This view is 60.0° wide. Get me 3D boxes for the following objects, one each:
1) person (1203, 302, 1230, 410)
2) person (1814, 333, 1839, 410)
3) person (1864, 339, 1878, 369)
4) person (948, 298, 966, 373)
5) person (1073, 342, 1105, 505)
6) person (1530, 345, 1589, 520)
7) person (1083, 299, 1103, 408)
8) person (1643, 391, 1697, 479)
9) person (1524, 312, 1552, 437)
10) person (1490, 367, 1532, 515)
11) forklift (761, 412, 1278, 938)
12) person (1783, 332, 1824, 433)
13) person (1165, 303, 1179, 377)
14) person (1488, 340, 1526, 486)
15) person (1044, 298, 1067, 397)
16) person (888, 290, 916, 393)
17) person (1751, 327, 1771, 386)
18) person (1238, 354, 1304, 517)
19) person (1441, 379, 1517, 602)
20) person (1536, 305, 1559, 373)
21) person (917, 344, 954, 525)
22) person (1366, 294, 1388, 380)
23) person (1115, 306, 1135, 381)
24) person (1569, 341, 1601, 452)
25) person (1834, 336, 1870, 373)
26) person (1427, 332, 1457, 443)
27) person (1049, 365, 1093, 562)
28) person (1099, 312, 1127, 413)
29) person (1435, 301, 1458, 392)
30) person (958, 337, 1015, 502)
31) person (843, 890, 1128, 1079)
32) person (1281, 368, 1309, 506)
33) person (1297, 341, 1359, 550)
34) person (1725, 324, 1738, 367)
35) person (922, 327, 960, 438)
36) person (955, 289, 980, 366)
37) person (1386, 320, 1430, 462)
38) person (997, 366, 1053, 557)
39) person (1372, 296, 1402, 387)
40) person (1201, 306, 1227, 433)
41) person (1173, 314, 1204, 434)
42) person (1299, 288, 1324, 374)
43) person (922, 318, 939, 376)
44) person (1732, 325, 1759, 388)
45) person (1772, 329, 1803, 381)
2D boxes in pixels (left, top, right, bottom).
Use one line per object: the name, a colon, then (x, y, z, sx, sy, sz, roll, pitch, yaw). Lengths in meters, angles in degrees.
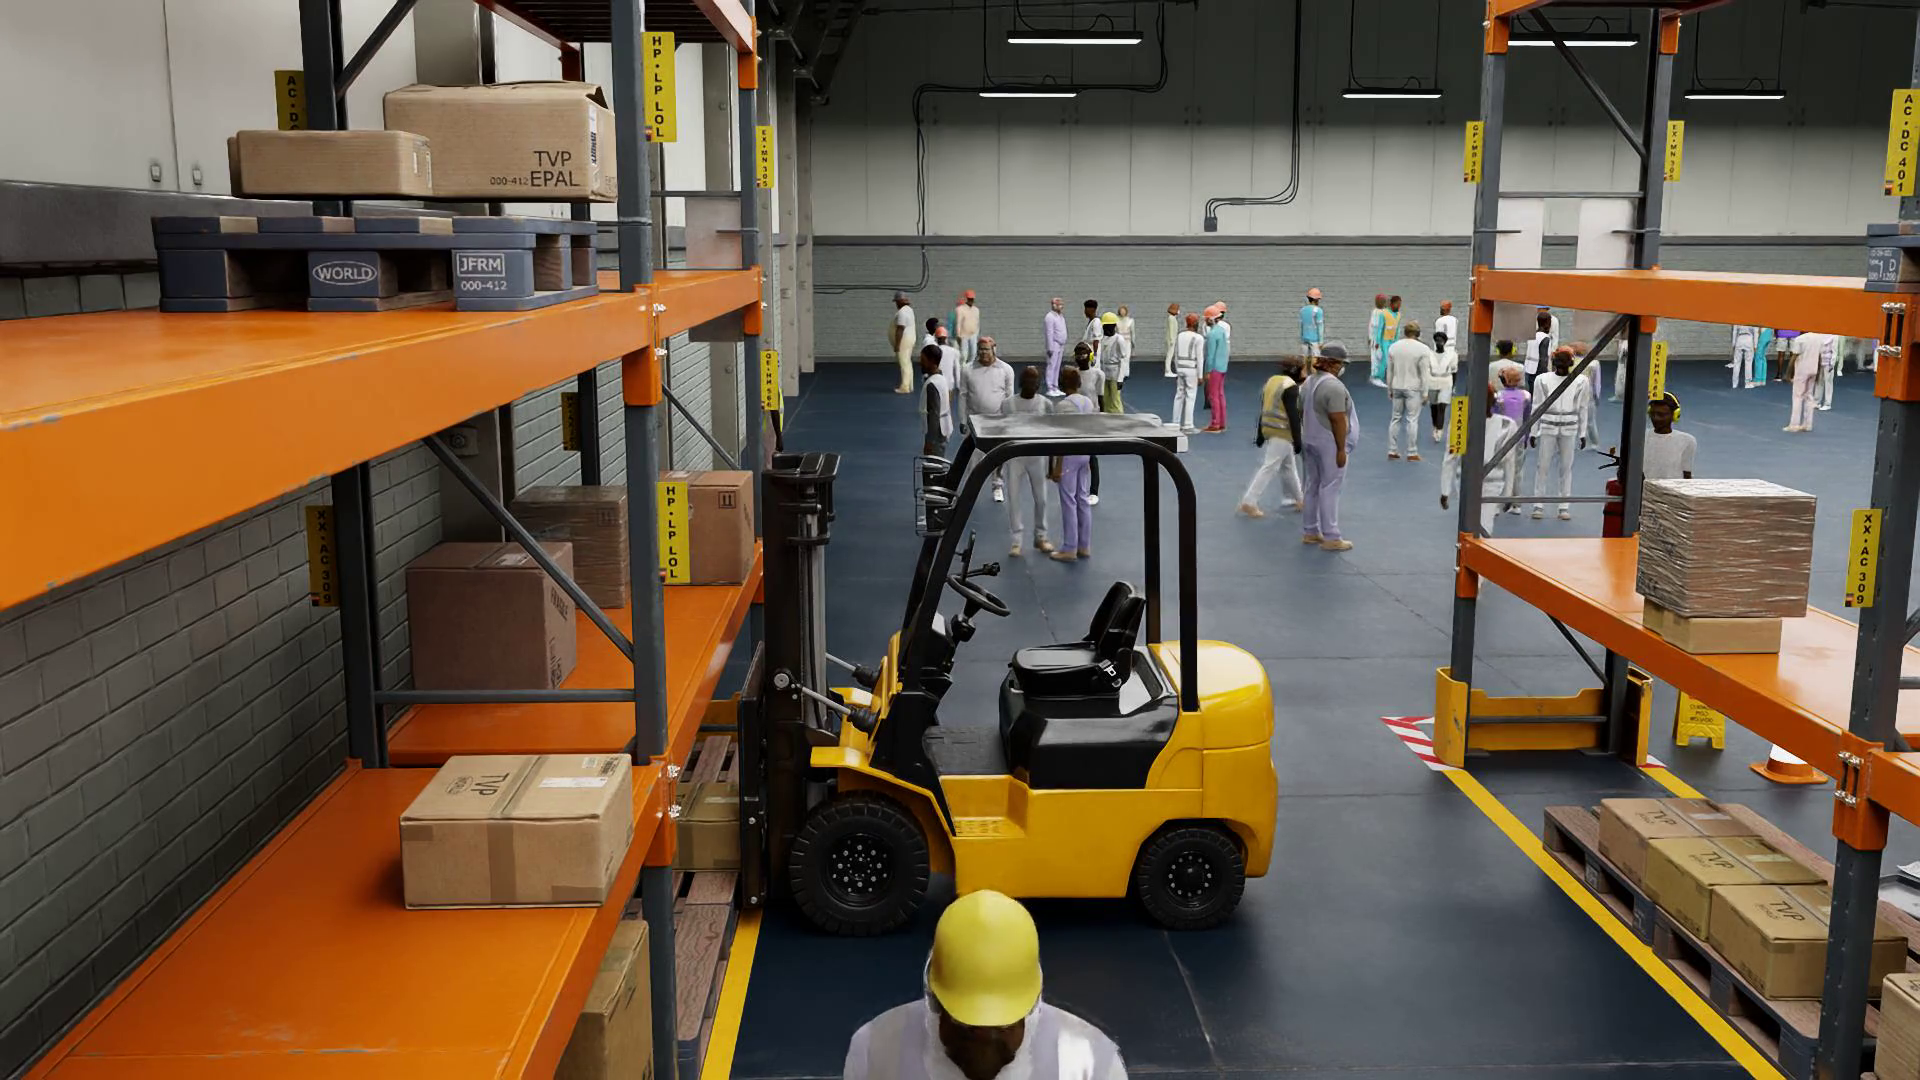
person: (4.574, -3.265, 29.584, 0.539, 1.929, 0.391, 9, 13, 40)
person: (15.398, -3.131, 29.617, 0.307, 1.642, 0.514, -2, 10, -13)
person: (21.495, -4.913, 39.019, 0.342, 1.839, 0.501, 6, 12, 31)
person: (0.019, -4.544, 37.218, 0.577, 1.731, 0.428, 0, 10, 0)
person: (1.409, -1.329, 18.976, 0.507, 1.863, 0.327, 5, 12, 28)
person: (6.447, -1.154, 17.925, 0.582, 1.882, 0.338, 3, 11, 15)
person: (2.391, -3.359, 30.017, 0.367, 1.959, 0.600, -1, 10, -7)
person: (5.316, -0.207, 12.712, 0.519, 1.865, 0.326, 6, 12, 28)
person: (8.887, -2.543, 25.599, 0.397, 1.911, 0.588, 0, 10, -2)
person: (5.995, -1.079, 18.217, 0.515, 1.634, 0.312, -1, 10, -8)
forklift: (0.291, 0.548, 7.580, 2.313, 2.155, 1.214, 0, 10, -2)
person: (13.235, -2.592, 26.075, 0.530, 1.837, 0.355, -3, 11, -18)
person: (4.716, -4.437, 36.940, 0.282, 1.626, 0.501, 2, 10, 10)
person: (6.671, -1.559, 20.341, 0.562, 1.844, 0.590, 7, 12, 33)
person: (1.871, -3.738, 32.257, 0.399, 1.908, 0.643, 5, 11, 24)
person: (-1.157, -3.951, 33.070, 0.539, 2.000, 0.693, 2, 10, 10)
person: (16.633, -4.109, 34.531, 0.517, 1.836, 0.349, -10, 14, -44)
person: (3.515, -1.149, 18.200, 0.981, 1.790, 0.678, -2, 10, -11)
person: (4.404, -0.454, 14.115, 0.578, 1.848, 0.920, 5, 11, 26)
person: (10.929, -3.567, 31.204, 0.402, 1.944, 0.605, -5, 11, -28)
person: (-0.268, -1.104, 17.543, 0.392, 1.922, 0.592, 1, 10, 4)
person: (9.097, -4.376, 35.928, 0.618, 1.866, 0.582, -6, 12, -30)
person: (3.505, -4.237, 35.885, 0.539, 1.588, 0.880, 1, 10, 4)
person: (8.813, -2.027, 23.613, 0.573, 1.588, 0.664, 5, 11, 25)
person: (20.356, -4.697, 37.888, 0.772, 1.810, 0.606, 0, 10, 2)
person: (7.208, -2.322, 25.076, 0.533, 1.658, 0.861, 4, 11, 22)
person: (1.049, -0.718, 15.611, 0.325, 1.841, 0.517, 8, 13, 38)
person: (2.279, -2.478, 25.180, 0.385, 1.925, 0.591, -5, 11, -26)
person: (9.098, -3.548, 31.271, 0.574, 1.882, 0.356, -8, 13, -38)
person: (0.302, -1.385, 19.149, 0.646, 1.907, 0.401, 1, 10, 5)
person: (0.066, 1.492, 3.514, 0.599, 1.785, 0.811, 0, 10, 2)
person: (3.869, -1.210, 19.013, 0.525, 1.595, 0.687, 9, 13, 40)
person: (3.630, -0.937, 16.279, 0.535, 2.000, 0.673, -3, 11, -18)
person: (18.497, -4.987, 39.672, 0.295, 1.744, 0.489, 2, 10, 13)
person: (-0.278, -2.360, 25.111, 0.571, 1.719, 0.865, -4, 11, -19)
person: (0.127, -4.381, 35.651, 0.617, 1.972, 0.627, -6, 12, -31)
person: (6.094, -2.025, 22.660, 0.640, 1.930, 0.376, 10, 14, 44)
person: (0.618, -0.746, 15.824, 0.541, 1.828, 0.414, 0, 10, 3)
person: (8.805, -4.075, 34.224, 0.458, 1.880, 0.622, 10, 14, 44)
person: (3.984, -2.680, 26.198, 0.464, 1.979, 0.622, 5, 11, 24)
person: (3.582, -2.597, 26.023, 0.372, 1.873, 0.589, -7, 12, -35)
person: (7.138, -4.060, 33.671, 0.374, 2.043, 0.612, -7, 12, -33)
person: (-0.509, -2.989, 28.700, 0.321, 1.690, 0.533, 2, 10, 11)
person: (16.130, -3.998, 34.160, 0.492, 1.742, 0.323, 9, 14, 41)
person: (17.795, -4.391, 35.726, 0.611, 1.964, 0.364, 3, 11, 15)
